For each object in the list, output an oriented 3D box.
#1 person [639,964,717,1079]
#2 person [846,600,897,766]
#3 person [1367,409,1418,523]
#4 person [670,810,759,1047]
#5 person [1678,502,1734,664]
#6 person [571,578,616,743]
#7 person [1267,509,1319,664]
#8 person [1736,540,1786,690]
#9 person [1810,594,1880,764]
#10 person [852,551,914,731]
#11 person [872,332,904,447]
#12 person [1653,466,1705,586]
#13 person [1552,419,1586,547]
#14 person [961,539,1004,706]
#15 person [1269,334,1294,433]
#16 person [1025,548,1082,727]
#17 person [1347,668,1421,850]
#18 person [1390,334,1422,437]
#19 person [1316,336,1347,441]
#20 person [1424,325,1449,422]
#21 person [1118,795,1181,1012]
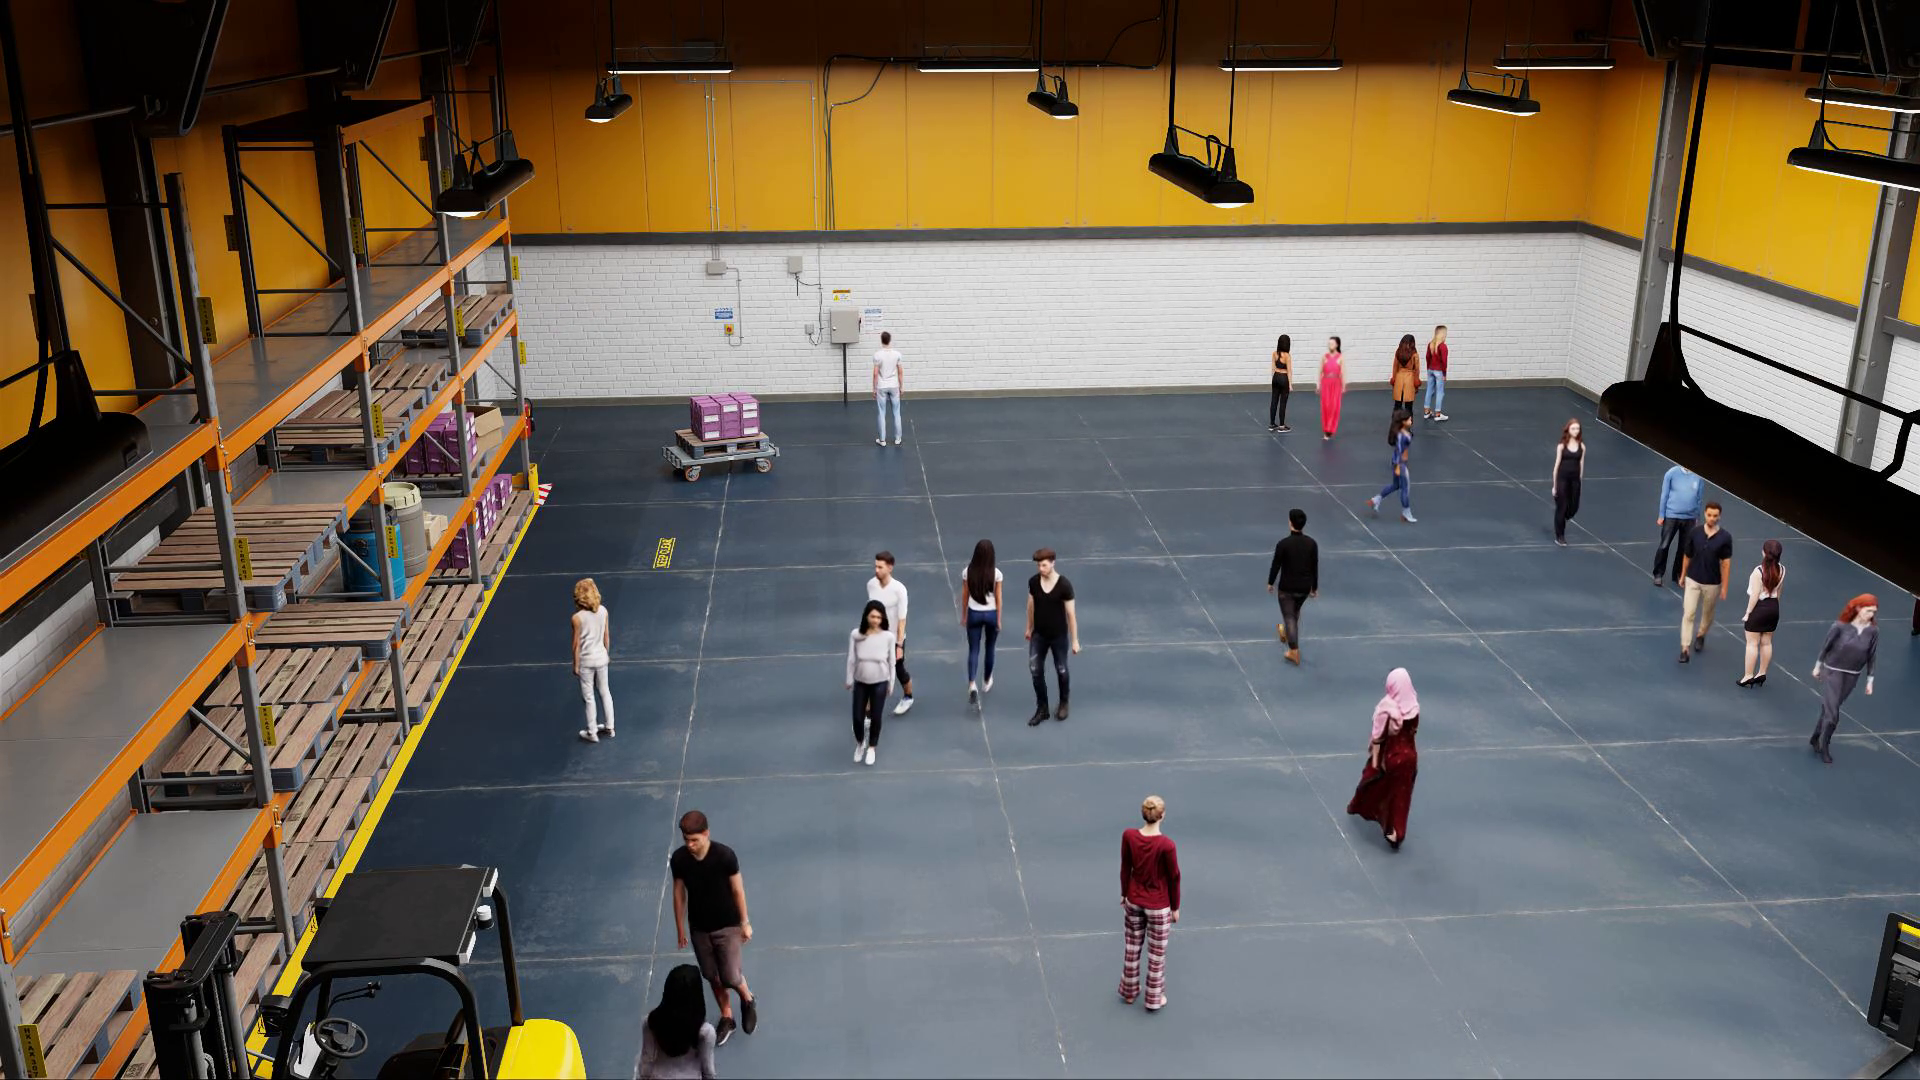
[{"bbox_3d":[-1.720,3.380,9.912,0.764,1.718,0.802,2,19,5],"label":"person"},{"bbox_3d":[-0.839,1.340,16.018,0.658,1.685,0.588,1,19,3],"label":"person"},{"bbox_3d":[6.075,-1.039,23.219,0.924,1.600,0.984,6,20,18],"label":"person"},{"bbox_3d":[-1.701,2.681,11.799,0.814,1.836,0.834,2,19,4],"label":"person"},{"bbox_3d":[8.278,0.443,18.482,1.090,1.813,1.248,11,21,29],"label":"person"},{"bbox_3d":[-3.648,1.184,16.504,0.732,1.671,0.672,15,24,38],"label":"person"},{"bbox_3d":[3.724,0.534,18.413,0.760,1.684,1.104,-4,19,-12],"label":"person"},{"bbox_3d":[8.550,0.783,17.729,0.604,1.649,0.577,-6,20,-18],"label":"person"},{"bbox_3d":[8.459,1.301,16.064,0.688,1.730,0.806,5,19,14],"label":"person"},{"bbox_3d":[-0.685,0.989,16.876,1.148,1.804,1.279,12,22,32],"label":"person"},{"bbox_3d":[-1.180,-2.468,27.064,0.698,1.852,0.601,-5,19,-15],"label":"person"},{"bbox_3d":[8.987,-0.325,20.762,0.698,1.813,0.627,2,19,6],"label":"person"},{"bbox_3d":[8.094,-0.795,22.281,0.599,1.735,0.752,-1,19,-2],"label":"person"},{"bbox_3d":[0.214,0.866,17.319,0.784,1.753,1.115,3,19,10],"label":"person"},{"bbox_3d":[5.380,-2.642,27.906,0.680,1.644,0.603,-17,25,-42],"label":"person"},{"bbox_3d":[0.955,0.938,16.937,1.055,1.861,1.111,7,20,21],"label":"person"},{"bbox_3d":[3.796,1.919,14.432,0.728,1.600,1.043,-5,19,-14],"label":"person"},{"bbox_3d":[7.380,-2.566,27.563,0.771,1.720,0.813,13,23,34],"label":"person"},{"bbox_3d":[6.146,-2.510,27.436,0.914,1.694,1.045,10,21,26],"label":"person"},{"bbox_3d":[8.220,-2.891,28.661,0.742,1.636,0.615,-11,21,-29],"label":"person"},{"bbox_3d":[1.376,2.634,12.155,0.693,1.700,0.714,11,21,29],"label":"person"}]
